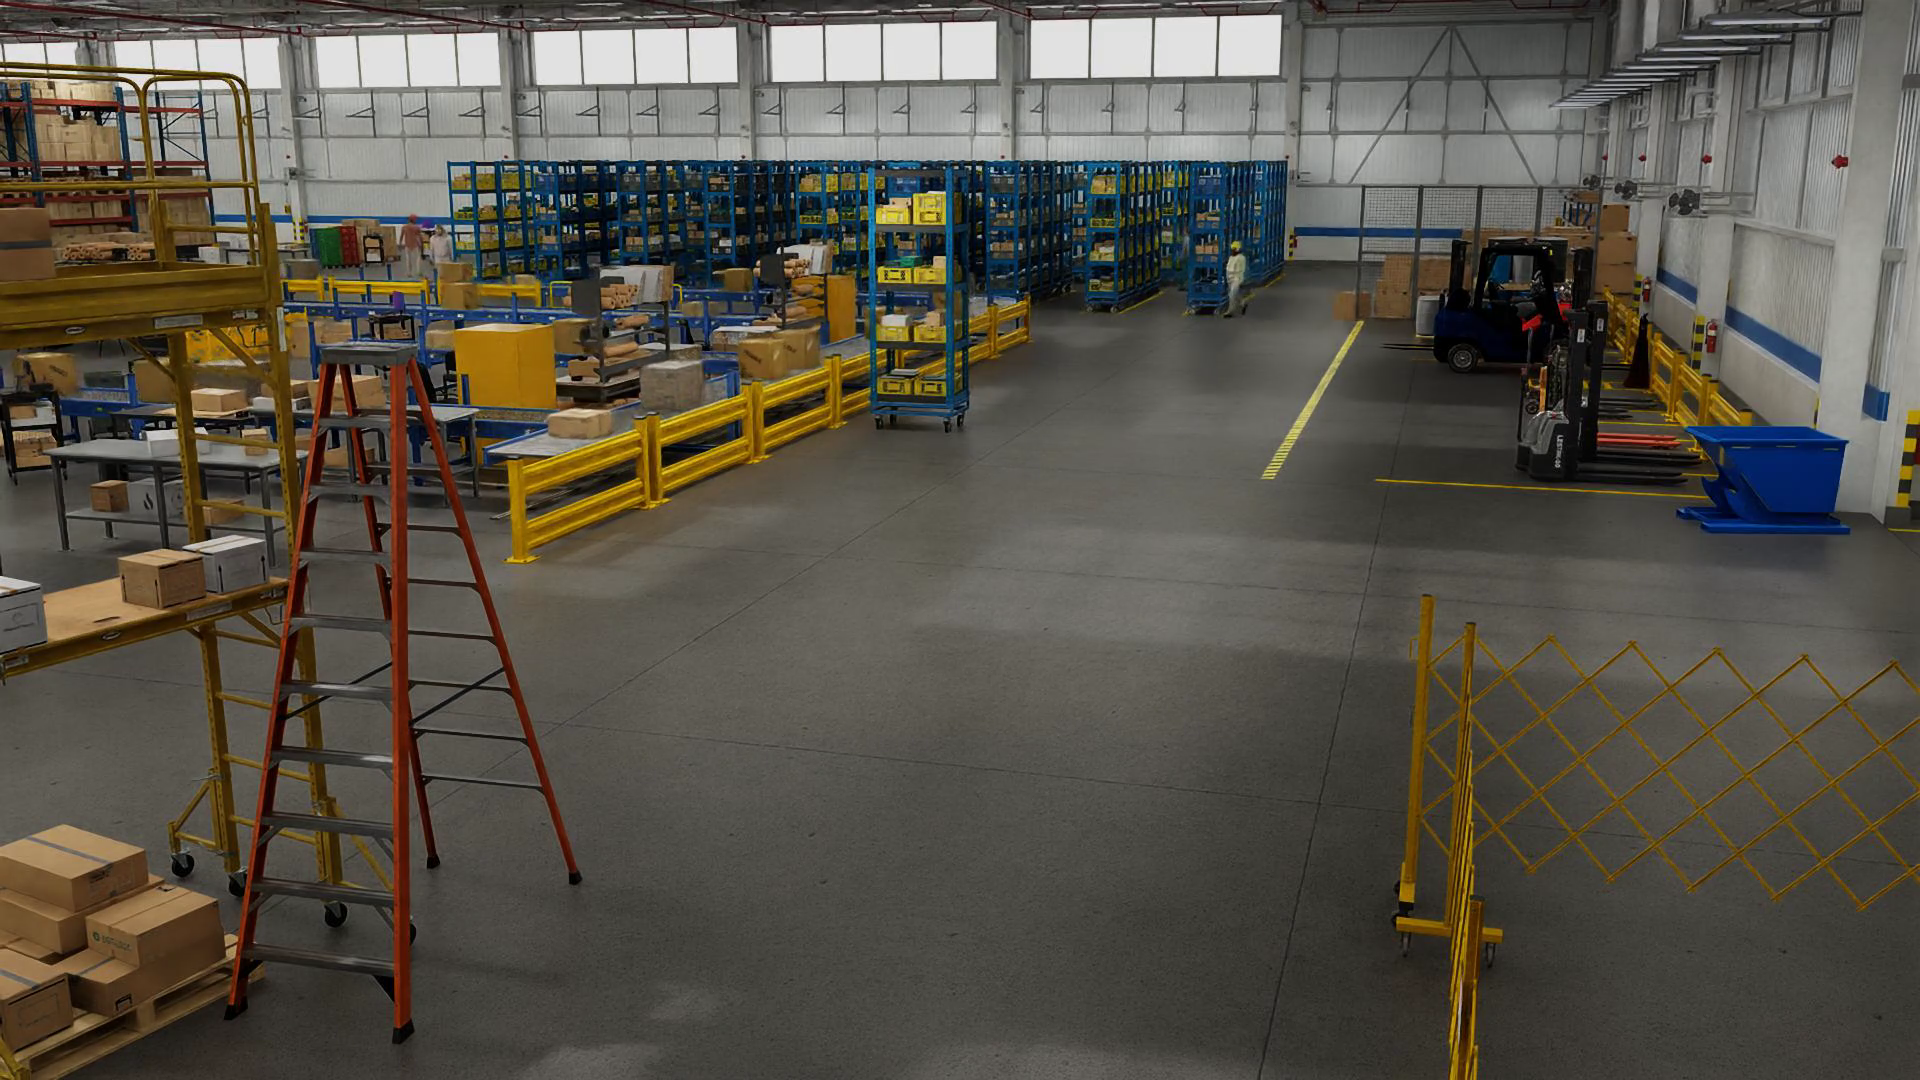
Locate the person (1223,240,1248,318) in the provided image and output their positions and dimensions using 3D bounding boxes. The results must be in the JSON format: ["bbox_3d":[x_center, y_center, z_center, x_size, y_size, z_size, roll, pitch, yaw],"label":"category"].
[{"bbox_3d":[6.486,-6.109,38.984,0.649,1.814,0.606,-6,14,-23],"label":"person"}]

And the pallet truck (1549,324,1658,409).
[{"bbox_3d":[9.824,-2.669,25.407,1.601,1.201,0.680,4,14,16],"label":"pallet truck"}]

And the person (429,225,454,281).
[{"bbox_3d":[-14.382,-7.782,46.094,0.664,1.867,0.900,-2,13,-7],"label":"person"}]

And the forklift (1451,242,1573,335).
[{"bbox_3d":[10.464,-4.597,31.405,2.680,1.987,1.157,4,14,16],"label":"forklift"}]

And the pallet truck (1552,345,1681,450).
[{"bbox_3d":[8.641,-1.896,21.908,1.630,1.274,0.653,4,14,16],"label":"pallet truck"}]

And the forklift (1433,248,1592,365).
[{"bbox_3d":[9.780,-4.111,29.280,2.680,1.987,1.157,3,13,14],"label":"forklift"}]

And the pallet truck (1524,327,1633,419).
[{"bbox_3d":[9.065,-2.460,24.370,1.522,1.261,0.704,3,13,14],"label":"pallet truck"}]

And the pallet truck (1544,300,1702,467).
[{"bbox_3d":[8.263,-1.952,20.631,1.885,1.965,0.823,5,14,20],"label":"pallet truck"}]

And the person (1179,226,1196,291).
[{"bbox_3d":[6.531,-7.853,46.527,0.863,1.805,0.582,3,13,14],"label":"person"}]

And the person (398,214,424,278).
[{"bbox_3d":[-17.072,-9.124,51.688,0.811,1.973,0.453,-1,13,-5],"label":"person"}]

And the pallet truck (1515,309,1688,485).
[{"bbox_3d":[7.554,-1.677,19.446,1.885,1.965,0.823,3,13,14],"label":"pallet truck"}]
